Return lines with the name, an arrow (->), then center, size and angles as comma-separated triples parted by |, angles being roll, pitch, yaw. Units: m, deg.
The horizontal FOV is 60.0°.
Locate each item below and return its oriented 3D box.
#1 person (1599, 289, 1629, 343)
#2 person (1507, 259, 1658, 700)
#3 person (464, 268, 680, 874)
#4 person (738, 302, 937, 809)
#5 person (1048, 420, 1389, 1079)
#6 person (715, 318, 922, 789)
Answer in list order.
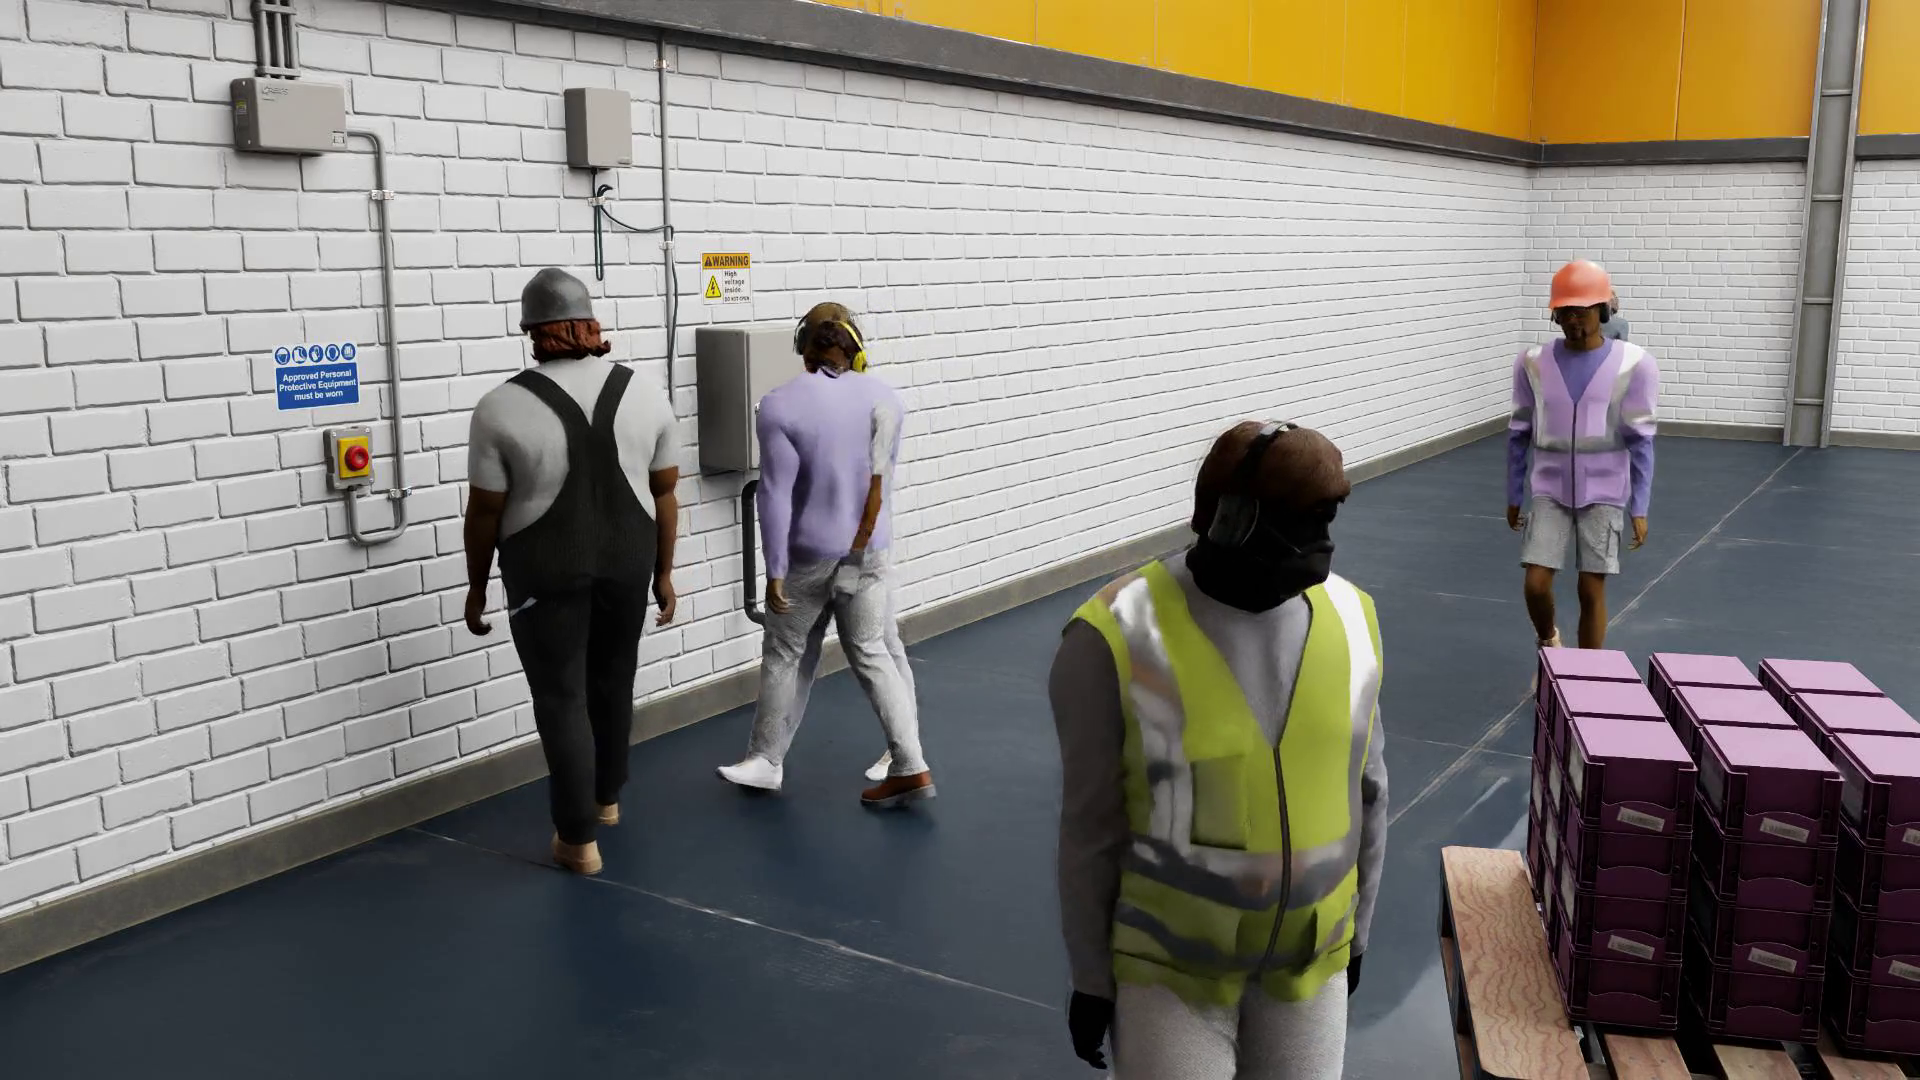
person -> 6.298, -1.648, 16.332 | 0.507, 1.632, 0.278 | 8, 13, 36
person -> 2.663, -0.196, 7.202 | 0.627, 2.022, 0.473 | 6, 12, 30
person -> -1.344, 0.070, 5.680 | 0.696, 2.000, 0.673 | -6, 12, -31
person -> -0.451, 0.065, 6.172 | 0.640, 1.880, 0.816 | -7, 12, -34
person -> 0.439, 0.682, 2.914 | 0.625, 1.820, 0.700 | -3, 11, -14
person -> -0.474, 0.075, 6.275 | 0.497, 1.819, 0.922 | 9, 14, 42
